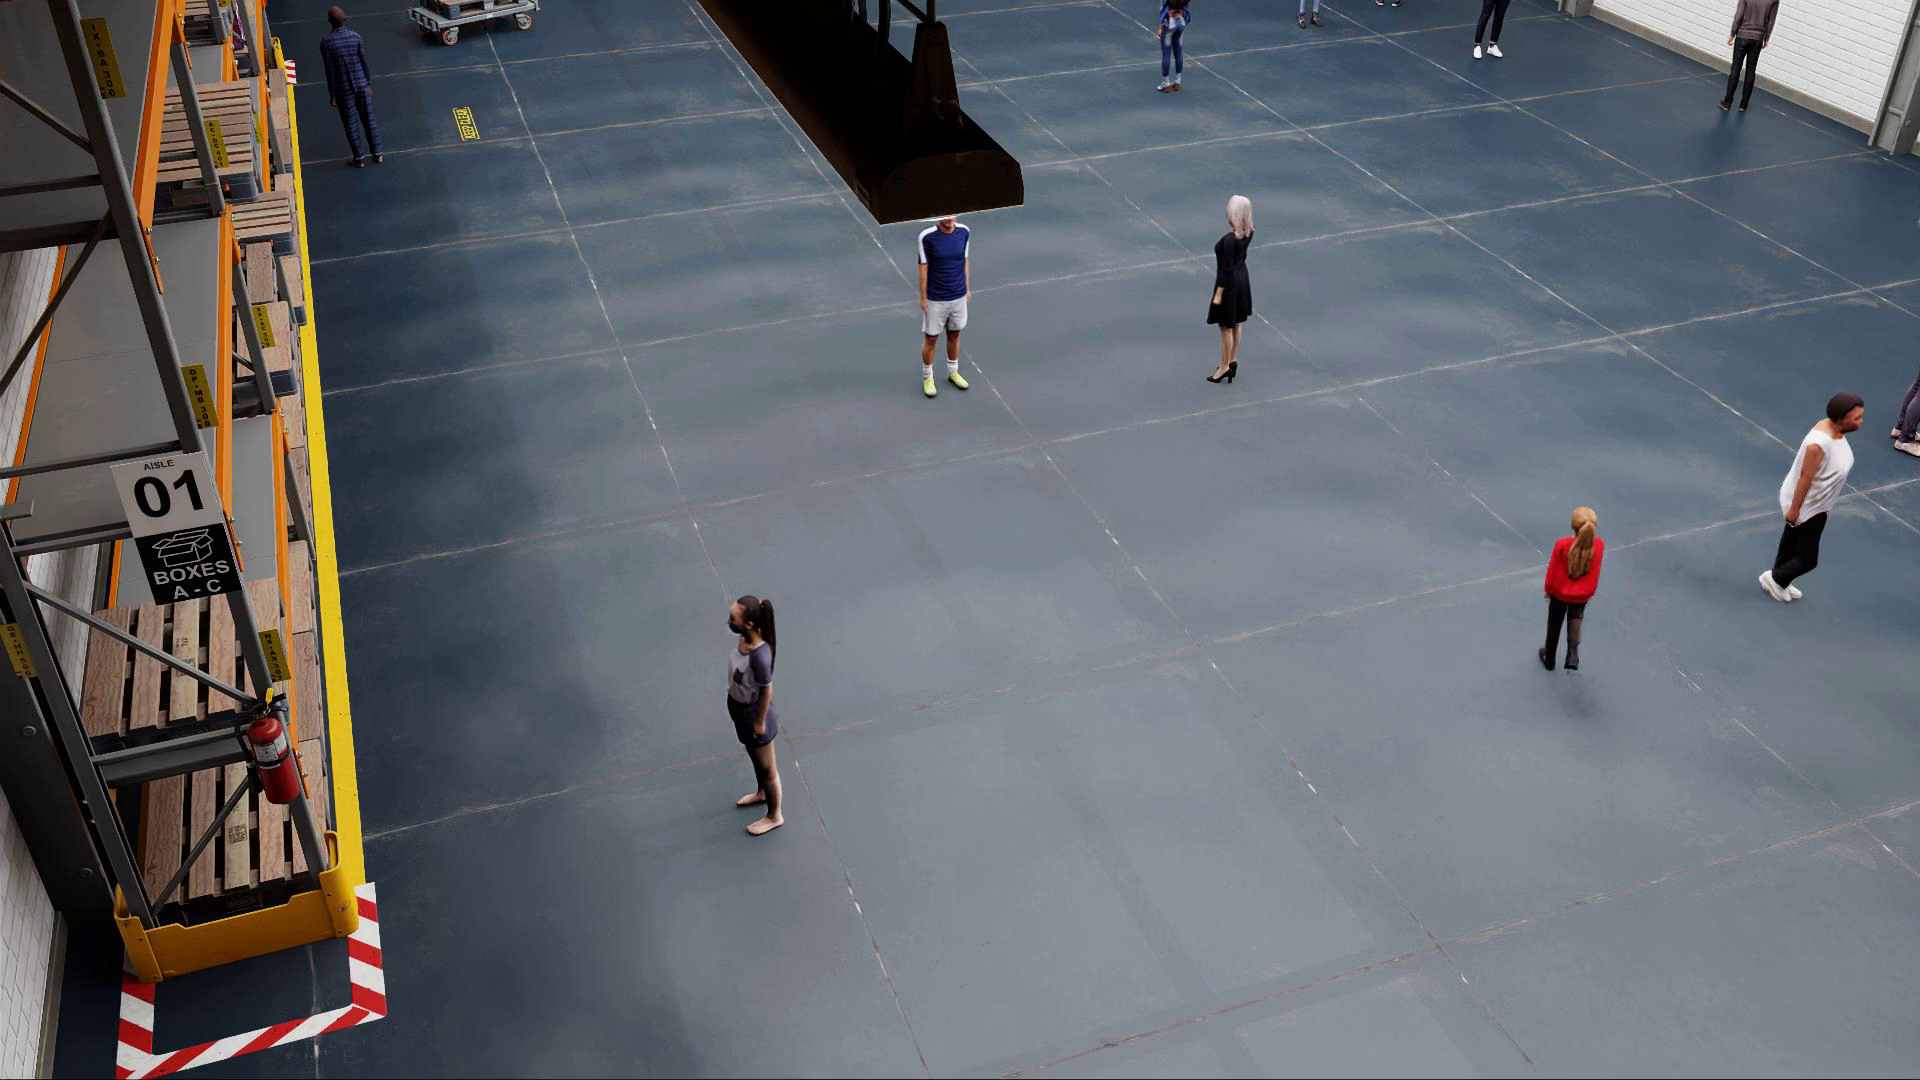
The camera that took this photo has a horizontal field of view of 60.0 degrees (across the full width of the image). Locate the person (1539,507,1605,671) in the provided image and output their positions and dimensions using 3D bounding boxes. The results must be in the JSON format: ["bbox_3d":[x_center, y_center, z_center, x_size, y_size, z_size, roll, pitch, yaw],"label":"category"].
[{"bbox_3d":[4.116,0.371,11.164,0.618,1.272,0.703,3,34,4],"label":"person"}]

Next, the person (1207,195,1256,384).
[{"bbox_3d":[2.375,-2.204,14.609,0.738,1.747,0.698,20,39,27],"label":"person"}]

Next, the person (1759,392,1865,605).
[{"bbox_3d":[5.982,-0.309,11.822,0.813,1.677,0.790,23,40,30],"label":"person"}]

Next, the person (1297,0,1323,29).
[{"bbox_3d":[5.071,-8.185,23.633,0.590,1.719,0.523,-10,35,-14],"label":"person"}]

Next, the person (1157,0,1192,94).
[{"bbox_3d":[2.722,-6.562,21.282,0.641,1.618,0.581,-16,37,-22],"label":"person"}]

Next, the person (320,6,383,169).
[{"bbox_3d":[-6.977,-5.194,19.043,0.744,1.818,0.720,-26,42,-33],"label":"person"}]

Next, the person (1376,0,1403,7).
[{"bbox_3d":[6.420,-8.787,24.486,0.691,1.776,0.720,10,35,14],"label":"person"}]

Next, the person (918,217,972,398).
[{"bbox_3d":[-0.137,-2.152,14.449,0.656,1.838,0.578,-15,36,-21],"label":"person"}]

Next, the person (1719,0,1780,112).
[{"bbox_3d":[9.801,-6.226,20.641,0.713,1.768,0.721,2,34,3],"label":"person"}]

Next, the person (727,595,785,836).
[{"bbox_3d":[-1.207,1.012,9.858,0.646,1.651,0.450,-12,35,-17],"label":"person"}]

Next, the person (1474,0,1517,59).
[{"bbox_3d":[7.267,-7.458,22.449,0.770,1.818,0.675,-4,34,-6],"label":"person"}]
